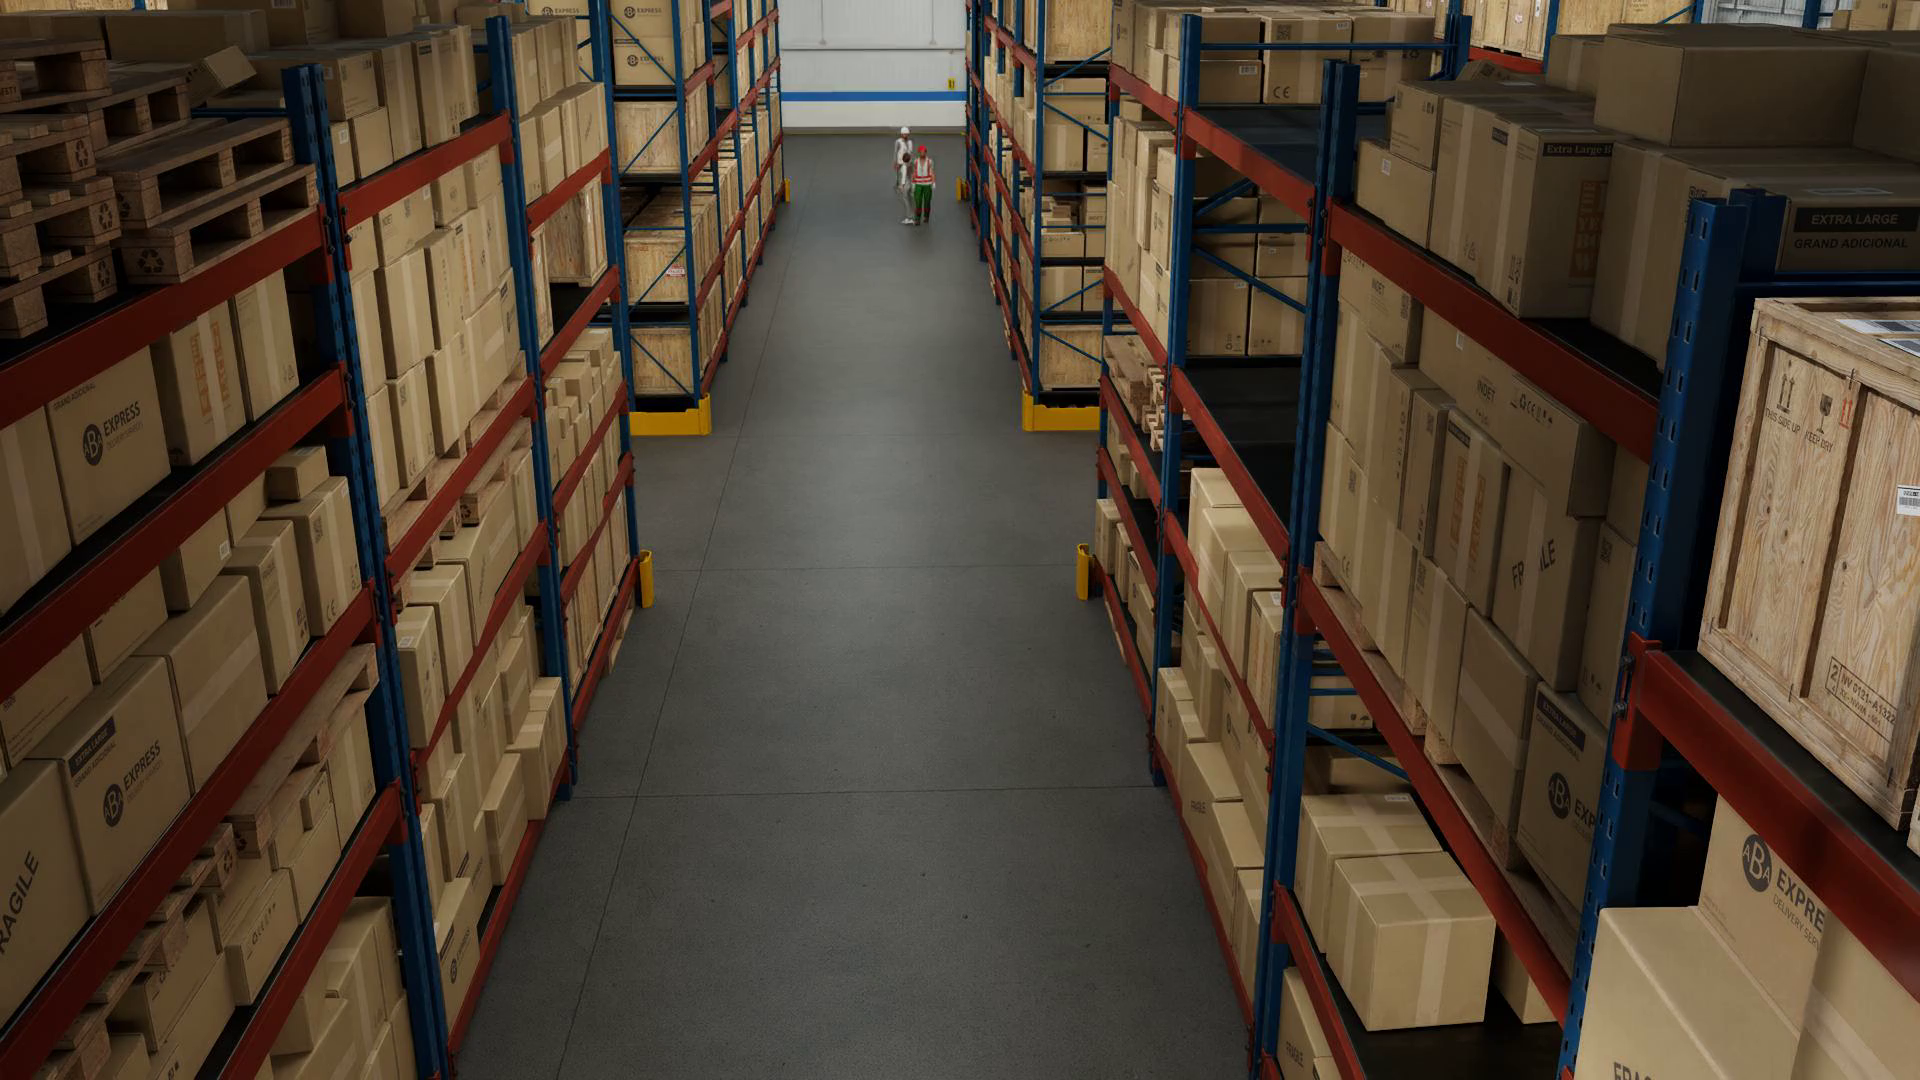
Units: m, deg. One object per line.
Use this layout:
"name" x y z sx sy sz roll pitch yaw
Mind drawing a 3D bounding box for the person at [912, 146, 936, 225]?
"person" -0.841 -8.191 38.407 0.551 1.770 0.818 1 20 2

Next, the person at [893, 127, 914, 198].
"person" -1.421 -9.610 42.275 0.592 1.751 0.916 -10 23 -25

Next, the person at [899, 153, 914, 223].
"person" -1.227 -8.163 38.576 0.357 1.604 0.453 9 22 22
